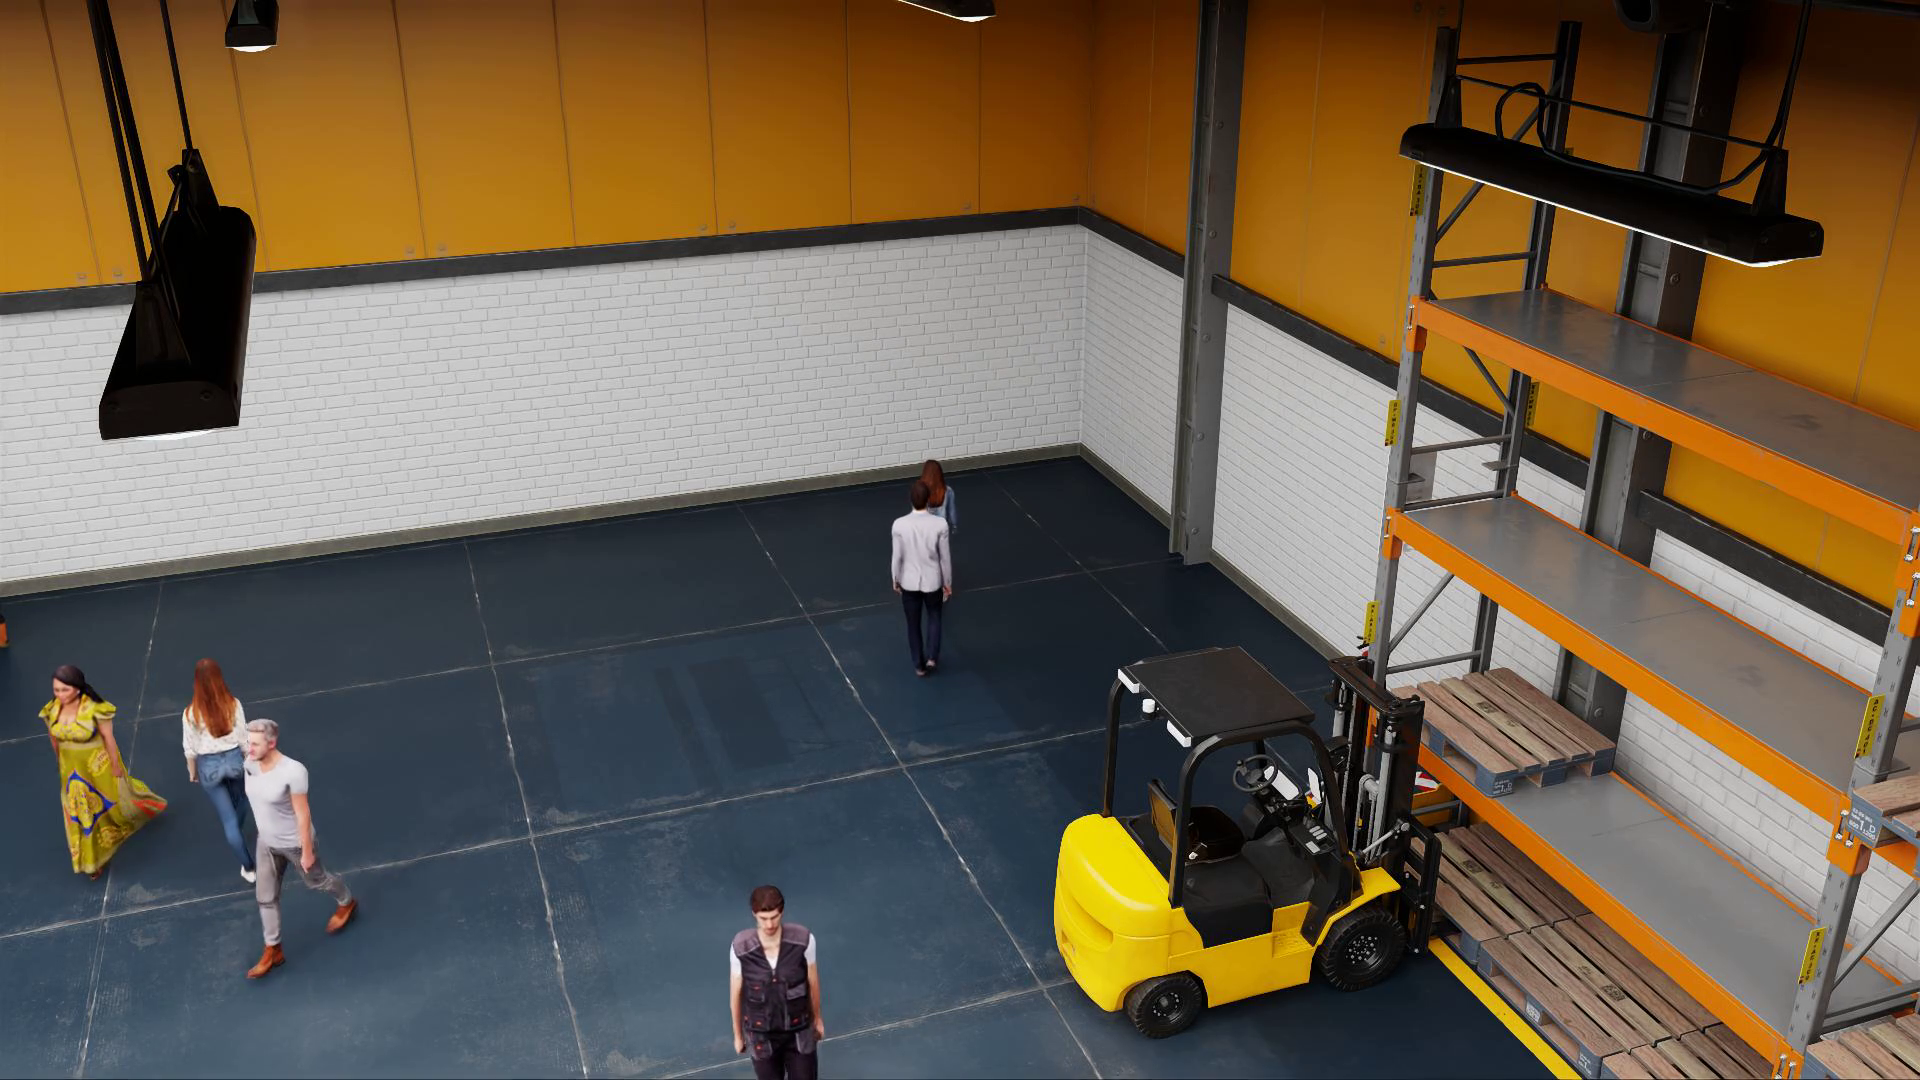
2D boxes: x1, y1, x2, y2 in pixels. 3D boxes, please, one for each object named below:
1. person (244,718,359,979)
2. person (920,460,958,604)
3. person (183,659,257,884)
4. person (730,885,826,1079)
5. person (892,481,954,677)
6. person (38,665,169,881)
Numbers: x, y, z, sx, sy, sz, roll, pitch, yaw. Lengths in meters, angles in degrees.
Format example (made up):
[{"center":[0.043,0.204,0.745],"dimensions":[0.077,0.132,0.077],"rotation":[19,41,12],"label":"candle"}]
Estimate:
[{"center":[-4.461,1.983,11.216],"dimensions":[1.177,1.790,1.244],"rotation":[10,26,22],"label":"person"},{"center":[-0.249,-0.088,16.344],"dimensions":[0.628,1.476,0.545],"rotation":[-3,24,-6],"label":"person"},{"center":[-5.282,1.699,11.985],"dimensions":[0.769,1.694,1.128],"rotation":[-15,28,-31],"label":"person"},{"center":[-1.038,2.703,9.503],"dimensions":[0.753,1.842,0.774],"rotation":[-3,24,-8],"label":"person"},{"center":[-0.341,0.400,14.778],"dimensions":[0.778,1.837,0.770],"rotation":[-1,24,-2],"label":"person"},{"center":[-6.351,1.627,12.219],"dimensions":[0.960,1.639,1.277],"rotation":[-2,24,-4],"label":"person"}]
